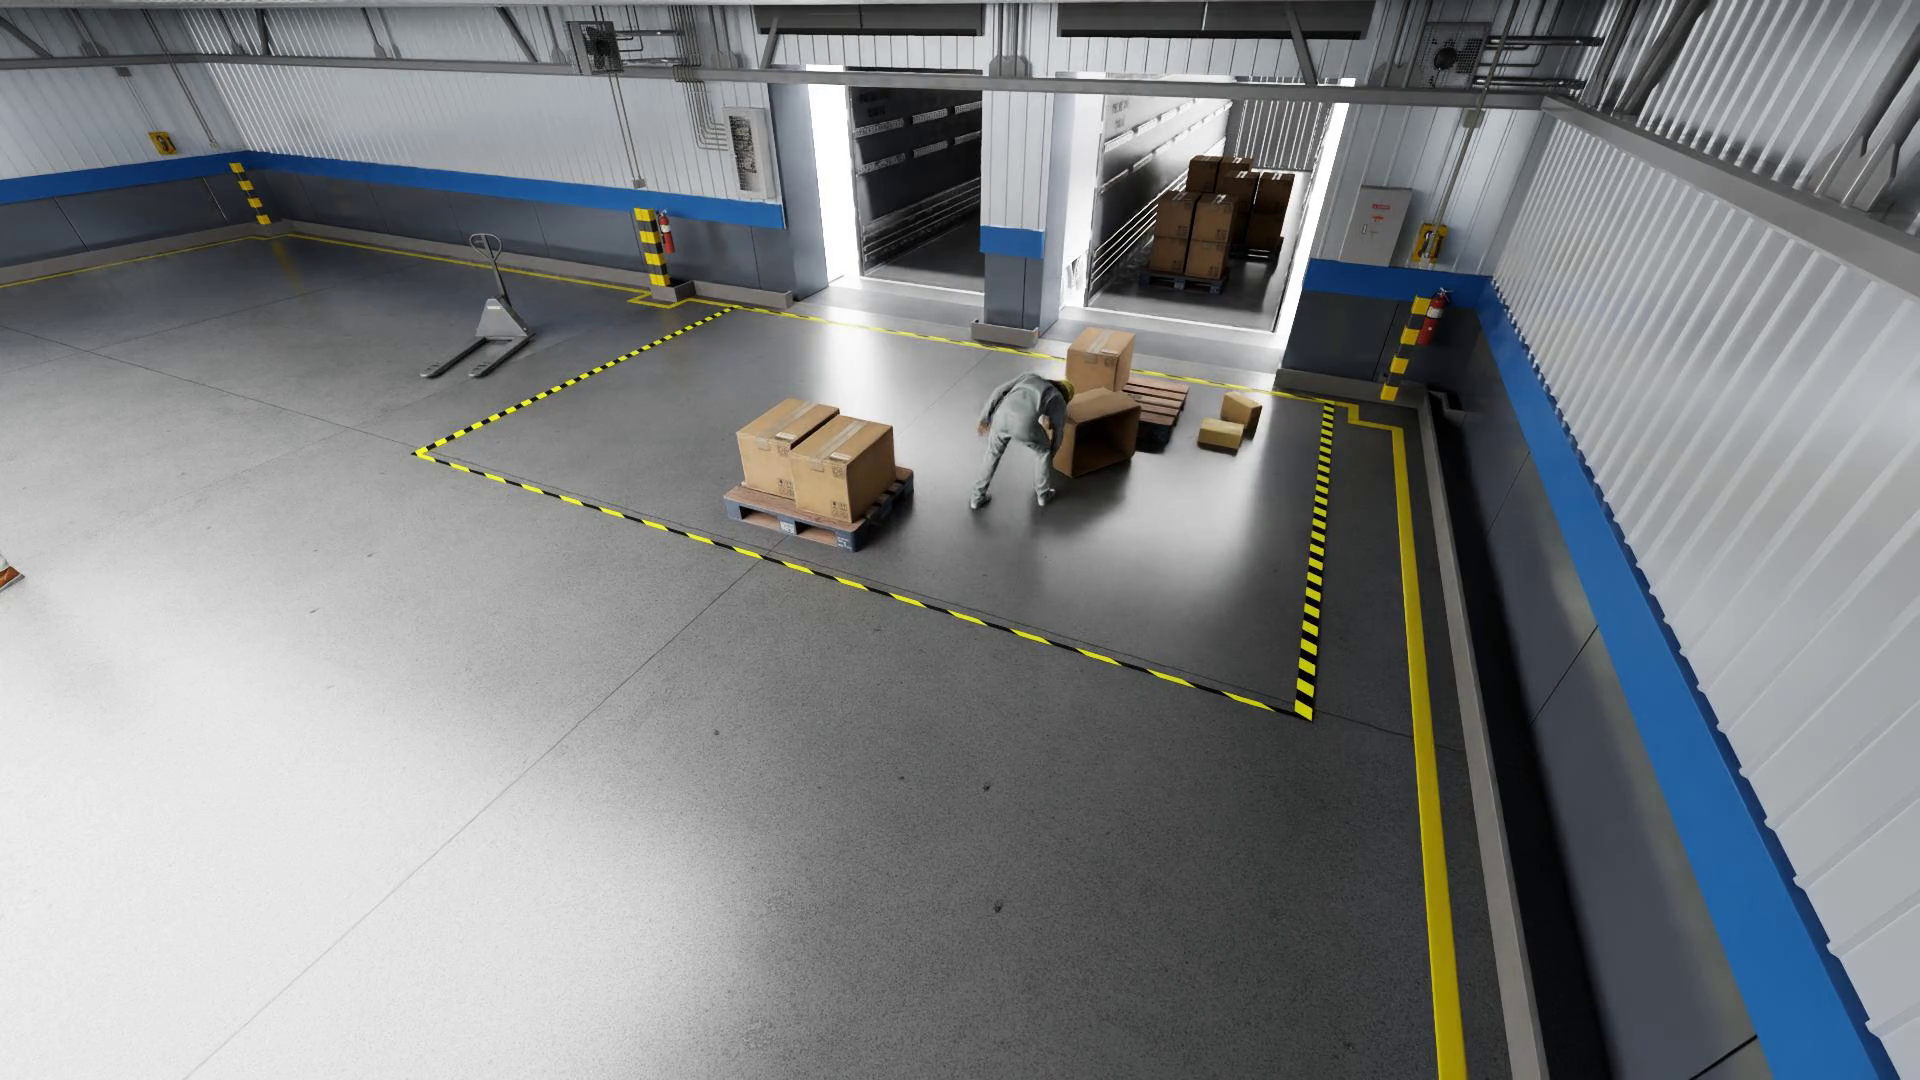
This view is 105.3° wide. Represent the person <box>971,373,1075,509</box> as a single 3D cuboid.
[{"bbox_3d":[0.516,-0.839,5.930,0.652,1.098,0.826,13,37,17],"label":"person"}]

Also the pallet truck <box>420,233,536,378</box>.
[{"bbox_3d":[-5.664,-2.712,8.427,0.680,1.201,1.601,0,35,-1],"label":"pallet truck"}]

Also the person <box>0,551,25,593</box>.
[{"bbox_3d":[-6.919,-0.462,4.658,0.604,1.948,0.389,7,36,9],"label":"person"}]
